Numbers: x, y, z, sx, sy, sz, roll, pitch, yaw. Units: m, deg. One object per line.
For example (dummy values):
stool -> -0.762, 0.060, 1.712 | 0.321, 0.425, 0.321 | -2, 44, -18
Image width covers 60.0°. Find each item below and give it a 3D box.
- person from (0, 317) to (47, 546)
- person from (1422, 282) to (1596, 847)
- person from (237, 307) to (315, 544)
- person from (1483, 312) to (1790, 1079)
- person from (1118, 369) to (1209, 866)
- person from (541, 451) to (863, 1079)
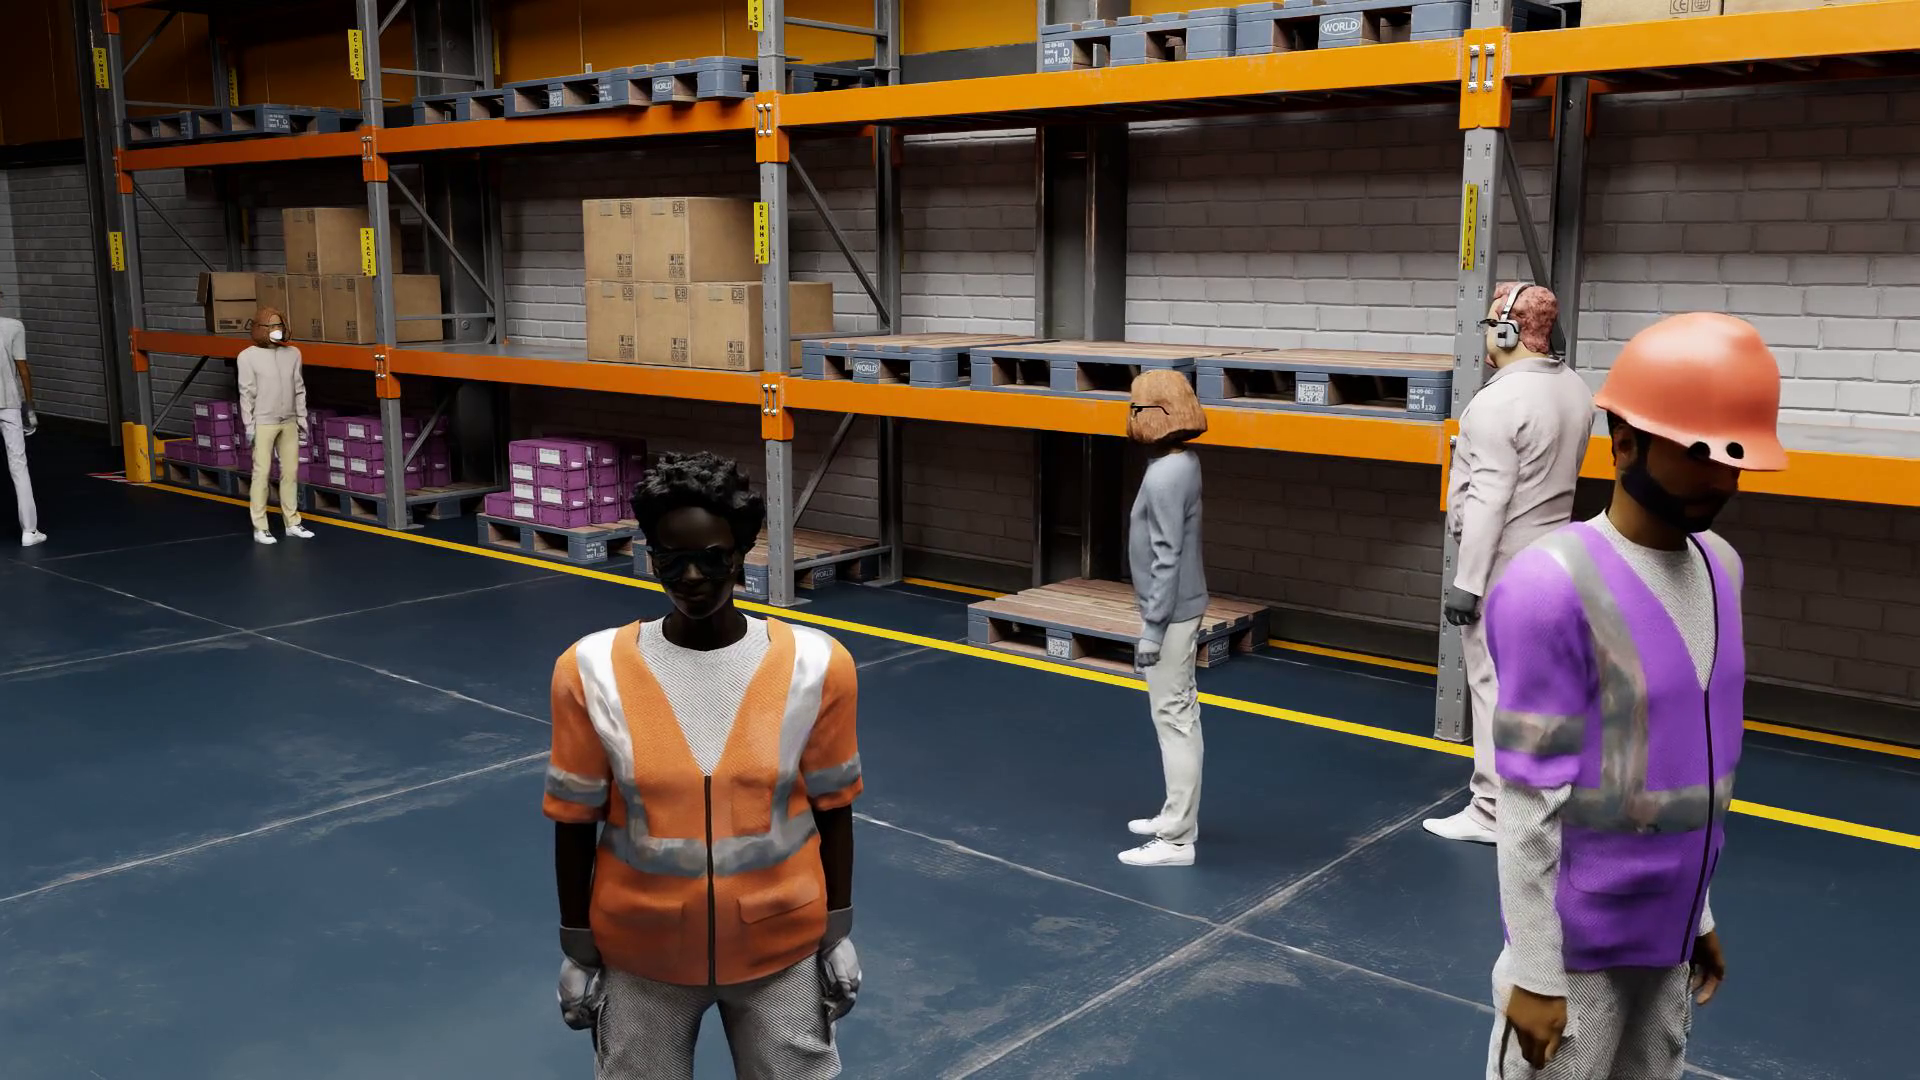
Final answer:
person -> -6.541, -0.871, 11.254 | 0.521, 1.864, 0.334 | -4, 11, -21
person -> 1.858, 0.086, 5.672 | 0.410, 1.909, 0.643 | 10, 14, 44
person -> -4.722, -0.788, 11.462 | 0.284, 1.626, 0.493 | 6, 12, 31
person -> 1.061, 0.608, 2.643 | 0.544, 1.927, 0.384 | -7, 12, -35
person -> 0.672, 0.258, 5.469 | 0.280, 1.632, 0.501 | 3, 10, 15
person -> -0.426, 0.691, 2.827 | 0.541, 1.696, 0.316 | -2, 10, -10
